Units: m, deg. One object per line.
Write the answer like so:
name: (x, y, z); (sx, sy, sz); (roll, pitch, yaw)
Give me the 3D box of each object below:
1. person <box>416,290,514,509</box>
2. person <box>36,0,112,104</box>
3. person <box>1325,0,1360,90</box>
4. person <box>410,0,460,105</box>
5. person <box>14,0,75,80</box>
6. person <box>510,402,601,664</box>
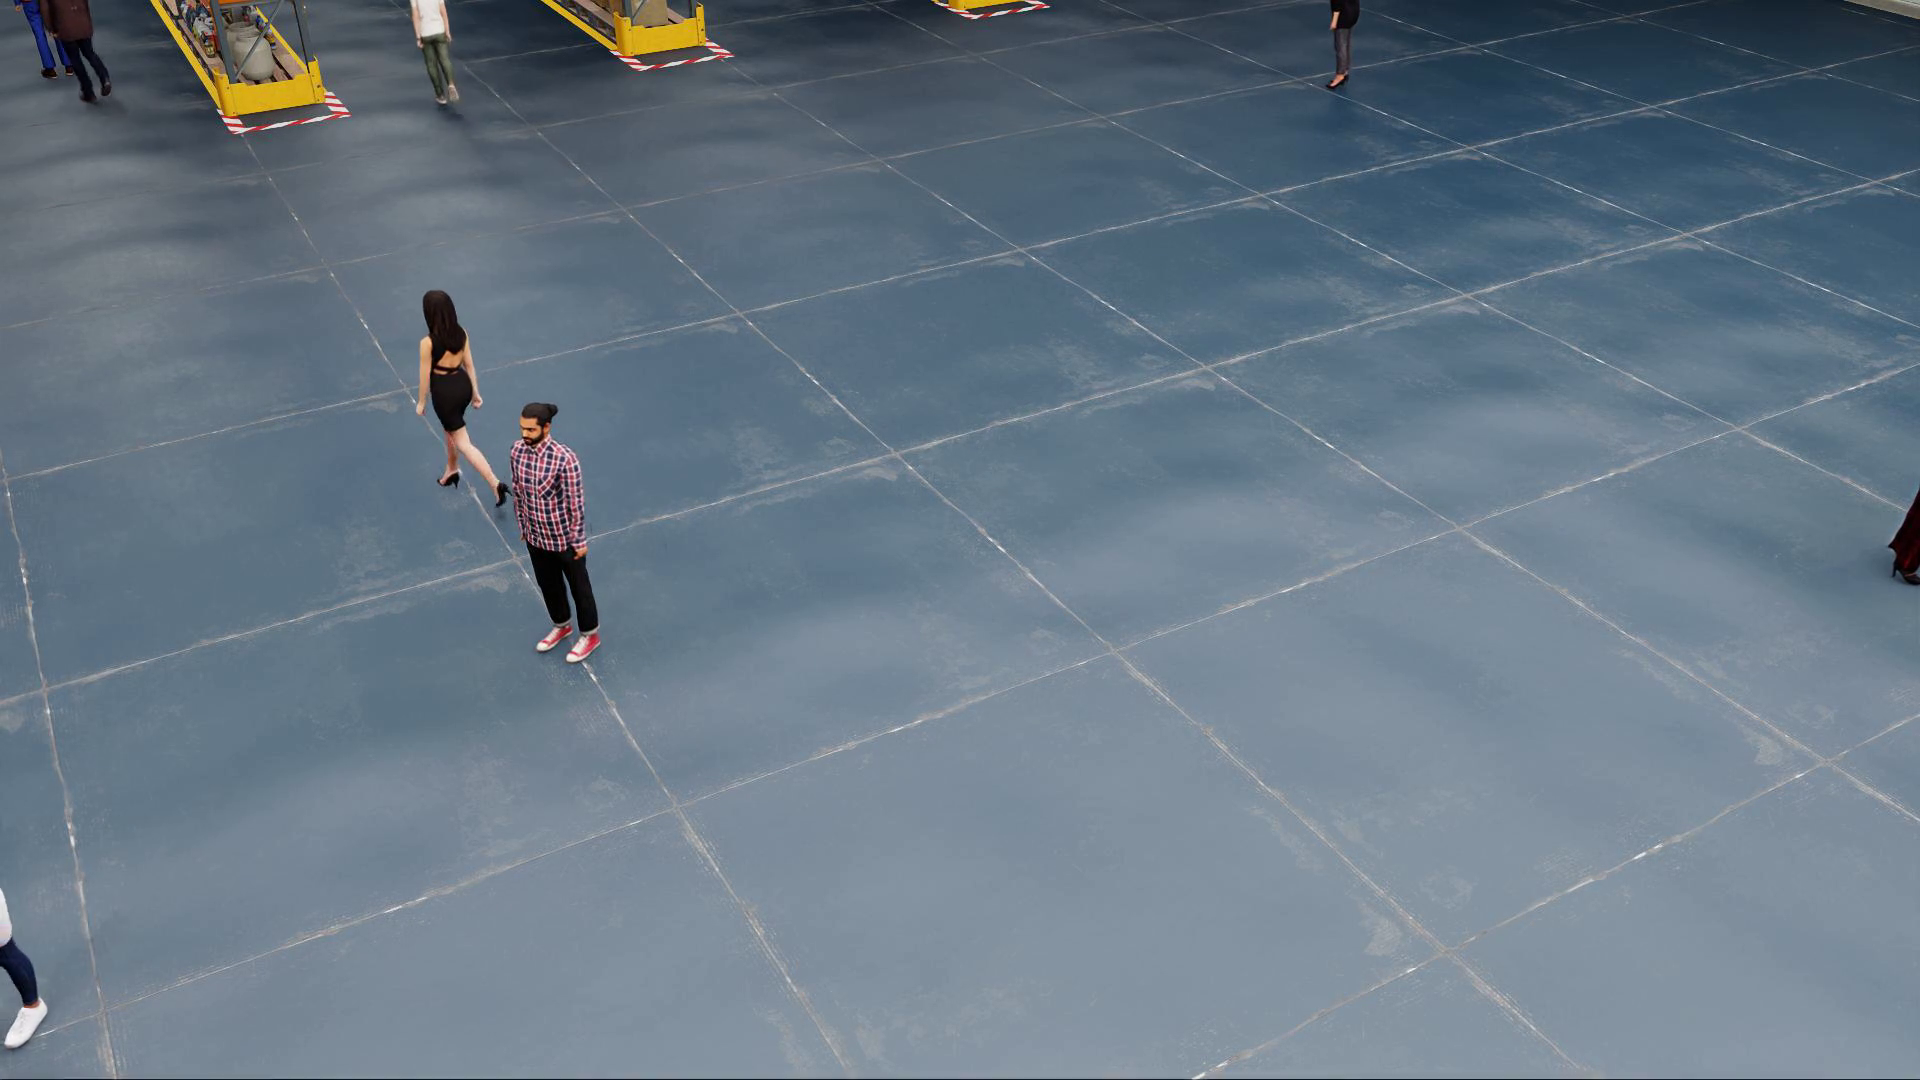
person: (-3.541, -0.953, 11.812); (1.138, 1.615, 0.897); (18, 36, 26)
person: (-10.538, -6.126, 19.814); (0.938, 1.826, 0.903); (25, 40, 34)
person: (4.717, -6.406, 20.365); (0.764, 1.712, 0.730); (13, 34, 19)
person: (-6.237, -5.957, 19.722); (0.553, 1.640, 0.866); (-17, 36, -25)
person: (-11.501, -6.730, 20.738); (0.726, 1.864, 0.666); (-25, 40, -33)
person: (-2.495, -0.065, 10.270); (0.740, 1.759, 0.835); (13, 35, 20)
